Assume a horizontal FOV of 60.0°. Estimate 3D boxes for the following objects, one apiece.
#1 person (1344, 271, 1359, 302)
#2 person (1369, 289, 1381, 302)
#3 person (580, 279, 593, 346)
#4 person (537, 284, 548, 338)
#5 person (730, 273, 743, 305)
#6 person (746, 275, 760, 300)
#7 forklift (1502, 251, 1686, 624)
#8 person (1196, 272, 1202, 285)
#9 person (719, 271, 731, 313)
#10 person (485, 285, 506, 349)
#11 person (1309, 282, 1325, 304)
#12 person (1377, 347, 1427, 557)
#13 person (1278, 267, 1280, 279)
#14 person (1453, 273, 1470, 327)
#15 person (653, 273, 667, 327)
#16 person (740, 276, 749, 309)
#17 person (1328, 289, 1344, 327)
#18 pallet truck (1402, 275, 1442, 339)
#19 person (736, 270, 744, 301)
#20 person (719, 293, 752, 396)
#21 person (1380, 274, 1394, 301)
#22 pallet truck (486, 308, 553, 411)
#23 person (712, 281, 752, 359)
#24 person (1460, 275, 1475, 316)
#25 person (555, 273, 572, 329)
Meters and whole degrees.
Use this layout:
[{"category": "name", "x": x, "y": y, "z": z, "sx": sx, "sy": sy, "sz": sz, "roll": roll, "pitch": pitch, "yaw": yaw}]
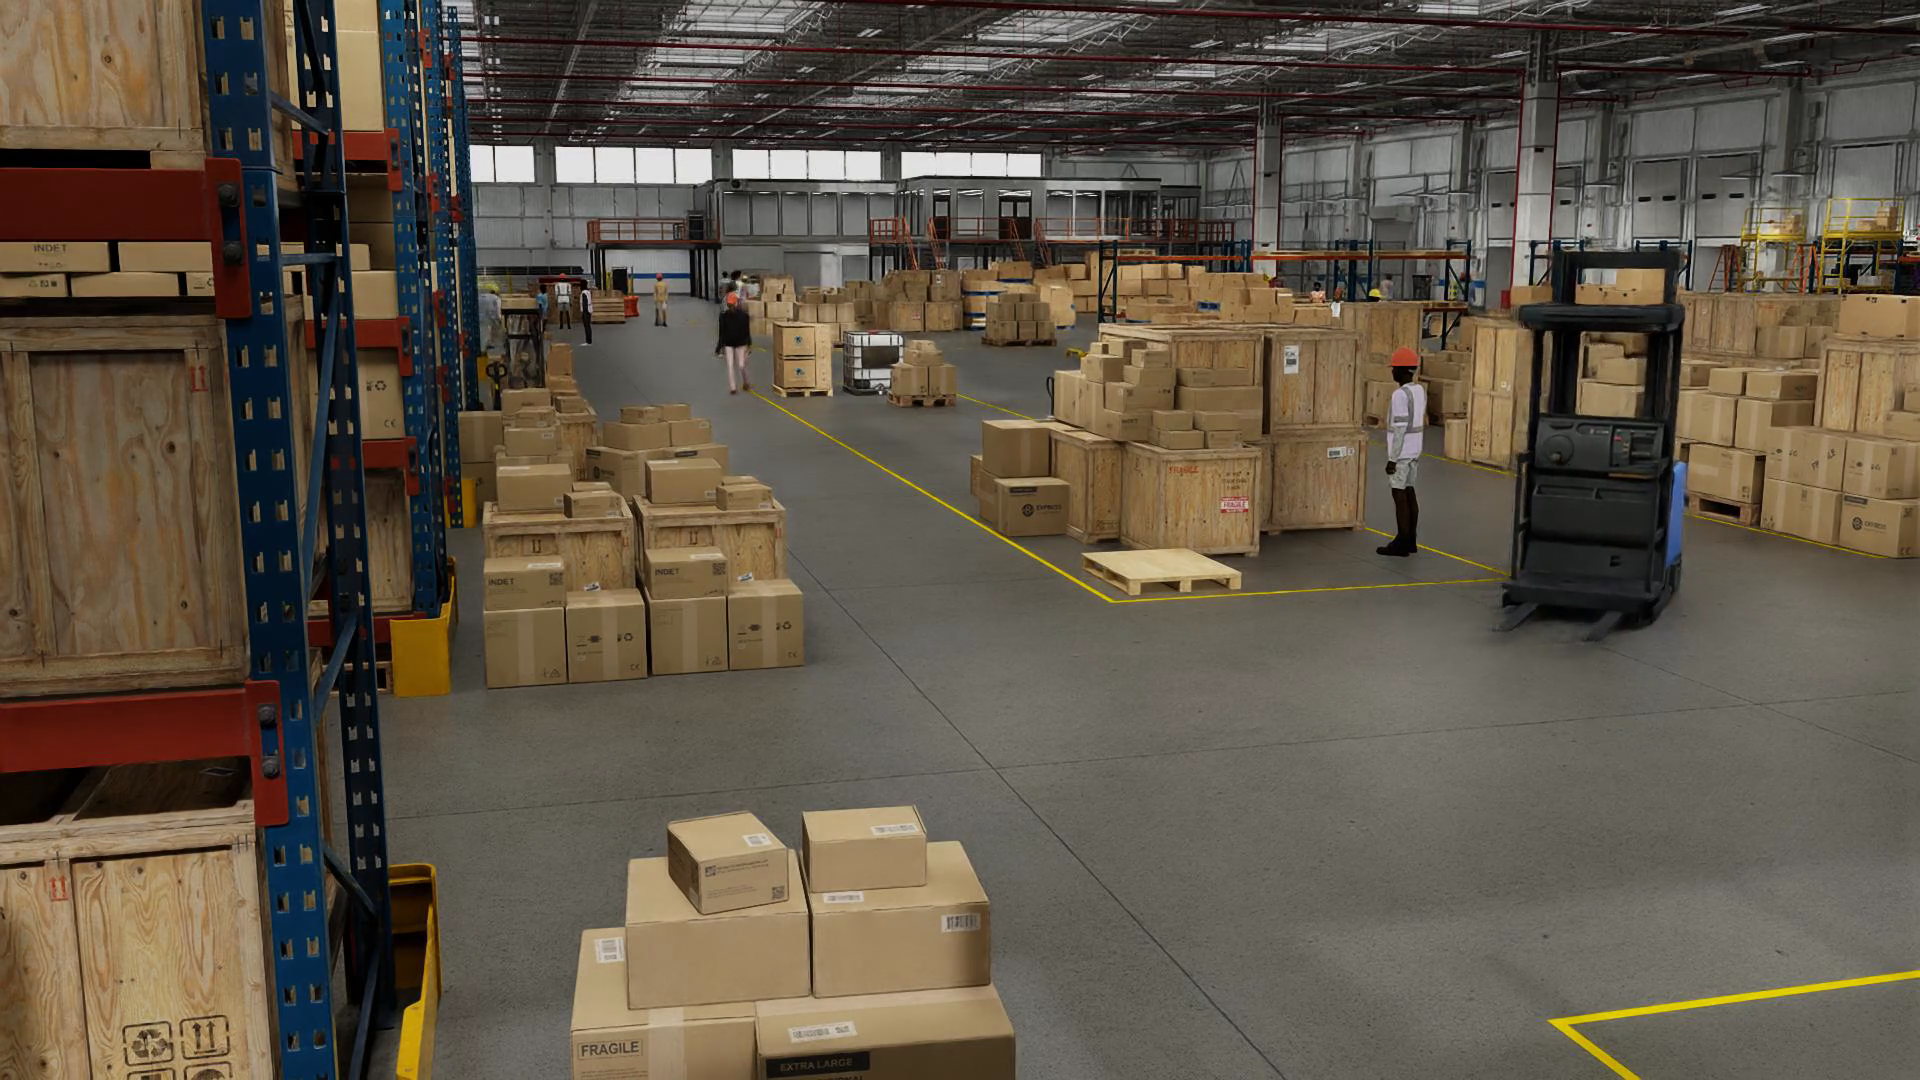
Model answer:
[{"category": "person", "x": 18.550, "y": -11.926, "z": 79.010, "sx": 0.767, "sy": 1.708, "sz": 0.492, "roll": 5, "pitch": 11, "yaw": 24}, {"category": "person", "x": 9.261, "y": -4.688, "z": 37.459, "sx": 0.408, "sy": 1.918, "sz": 0.584, "roll": 3, "pitch": 10, "yaw": 17}, {"category": "person", "x": -10.803, "y": -6.561, "z": 48.050, "sx": 0.377, "sy": 1.917, "sz": 0.597, "roll": -1, "pitch": 10, "yaw": -5}, {"category": "person", "x": -13.169, "y": -7.222, "z": 52.469, "sx": 0.334, "sy": 1.688, "sz": 0.545, "roll": 1, "pitch": 10, "yaw": 6}, {"category": "person", "x": -8.390, "y": -9.083, "z": 62.402, "sx": 0.602, "sy": 1.894, "sz": 0.744, "roll": -6, "pitch": 12, "yaw": -30}, {"category": "person", "x": -7.420, "y": -8.545, "z": 59.491, "sx": 0.511, "sy": 1.850, "sz": 0.504, "roll": 3, "pitch": 10, "yaw": 15}, {"category": "forklift", "x": 5.192, "y": -0.910, "z": 13.329, "sx": 1.129, "sy": 2.768, "sz": 1.873, "roll": 6, "pitch": 12, "yaw": 29}, {"category": "person", "x": 8.933, "y": -9.016, "z": 61.996, "sx": 0.661, "sy": 1.897, "sz": 0.957, "roll": -7, "pitch": 12, "yaw": -36}, {"category": "person", "x": -9.467, "y": -9.884, "z": 67.012, "sx": 0.534, "sy": 1.866, "sz": 0.315, "roll": -4, "pitch": 11, "yaw": -23}, {"category": "person", "x": -13.029, "y": -6.256, "z": 46.700, "sx": 0.619, "sy": 1.780, "sz": 0.917, "roll": 5, "pitch": 11, "yaw": 25}, {"category": "person", "x": 11.879, "y": -7.731, "z": 55.328, "sx": 0.535, "sy": 1.690, "sz": 0.320, "roll": 5, "pitch": 11, "yaw": 24}, {"category": "person", "x": 4.098, "y": -0.816, "z": 15.464, "sx": 0.364, "sy": 1.935, "sz": 0.553, "roll": 7, "pitch": 12, "yaw": 36}, {"category": "person", "x": 15.254, "y": -12.272, "z": 80.345, "sx": 0.448, "sy": 1.928, "sz": 0.622, "roll": 5, "pitch": 11, "yaw": 27}, {"category": "person", "x": 17.991, "y": -8.533, "z": 59.241, "sx": 0.859, "sy": 1.915, "sz": 0.545, "roll": 7, "pitch": 12, "yaw": 34}, {"category": "person", "x": -10.802, "y": -8.635, "z": 59.850, "sx": 0.567, "sy": 1.899, "sz": 0.922, "roll": -5, "pitch": 11, "yaw": -27}, {"category": "person", "x": -8.357, "y": -9.400, "z": 64.680, "sx": 0.540, "sy": 1.714, "sz": 0.904, "roll": -1, "pitch": 10, "yaw": -8}, {"category": "person", "x": 8.804, "y": -4.914, "z": 38.818, "sx": 0.340, "sy": 1.882, "sz": 0.586, "roll": -8, "pitch": 13, "yaw": -38}, {"category": "pallet truck", "x": 14.620, "y": -7.324, "z": 52.145, "sx": 0.823, "sy": 1.965, "sz": 1.885, "roll": 8, "pitch": 13, "yaw": 40}, {"category": "person", "x": -8.826, "y": -9.819, "z": 66.519, "sx": 0.625, "sy": 1.908, "sz": 1.021, "roll": 7, "pitch": 12, "yaw": 36}, {"category": "person", "x": -4.331, "y": -3.761, "z": 32.020, "sx": 0.654, "sy": 1.977, "sz": 0.453, "roll": 2, "pitch": 10, "yaw": 11}, {"category": "person", "x": 16.654, "y": -9.501, "z": 65.005, "sx": 0.818, "sy": 1.821, "sz": 0.630, "roll": -8, "pitch": 13, "yaw": -39}, {"category": "pallet truck", "x": -6.242, "y": -2.418, "z": 24.362, "sx": 0.823, "sy": 1.965, "sz": 1.885, "roll": 1, "pitch": 10, "yaw": 3}, {"category": "person", "x": -5.876, "y": -5.644, "z": 42.508, "sx": 1.008, "sy": 2.000, "sz": 0.693, "roll": -2, "pitch": 10, "yaw": -13}, {"category": "person", "x": 19.898, "y": -9.550, "z": 65.316, "sx": 0.637, "sy": 1.805, "sz": 0.939, "roll": -1, "pitch": 10, "yaw": -7}, {"category": "person", "x": -13.792, "y": -8.299, "z": 57.838, "sx": 0.552, "sy": 1.934, "sz": 0.373, "roll": -3, "pitch": 11, "yaw": -18}]
